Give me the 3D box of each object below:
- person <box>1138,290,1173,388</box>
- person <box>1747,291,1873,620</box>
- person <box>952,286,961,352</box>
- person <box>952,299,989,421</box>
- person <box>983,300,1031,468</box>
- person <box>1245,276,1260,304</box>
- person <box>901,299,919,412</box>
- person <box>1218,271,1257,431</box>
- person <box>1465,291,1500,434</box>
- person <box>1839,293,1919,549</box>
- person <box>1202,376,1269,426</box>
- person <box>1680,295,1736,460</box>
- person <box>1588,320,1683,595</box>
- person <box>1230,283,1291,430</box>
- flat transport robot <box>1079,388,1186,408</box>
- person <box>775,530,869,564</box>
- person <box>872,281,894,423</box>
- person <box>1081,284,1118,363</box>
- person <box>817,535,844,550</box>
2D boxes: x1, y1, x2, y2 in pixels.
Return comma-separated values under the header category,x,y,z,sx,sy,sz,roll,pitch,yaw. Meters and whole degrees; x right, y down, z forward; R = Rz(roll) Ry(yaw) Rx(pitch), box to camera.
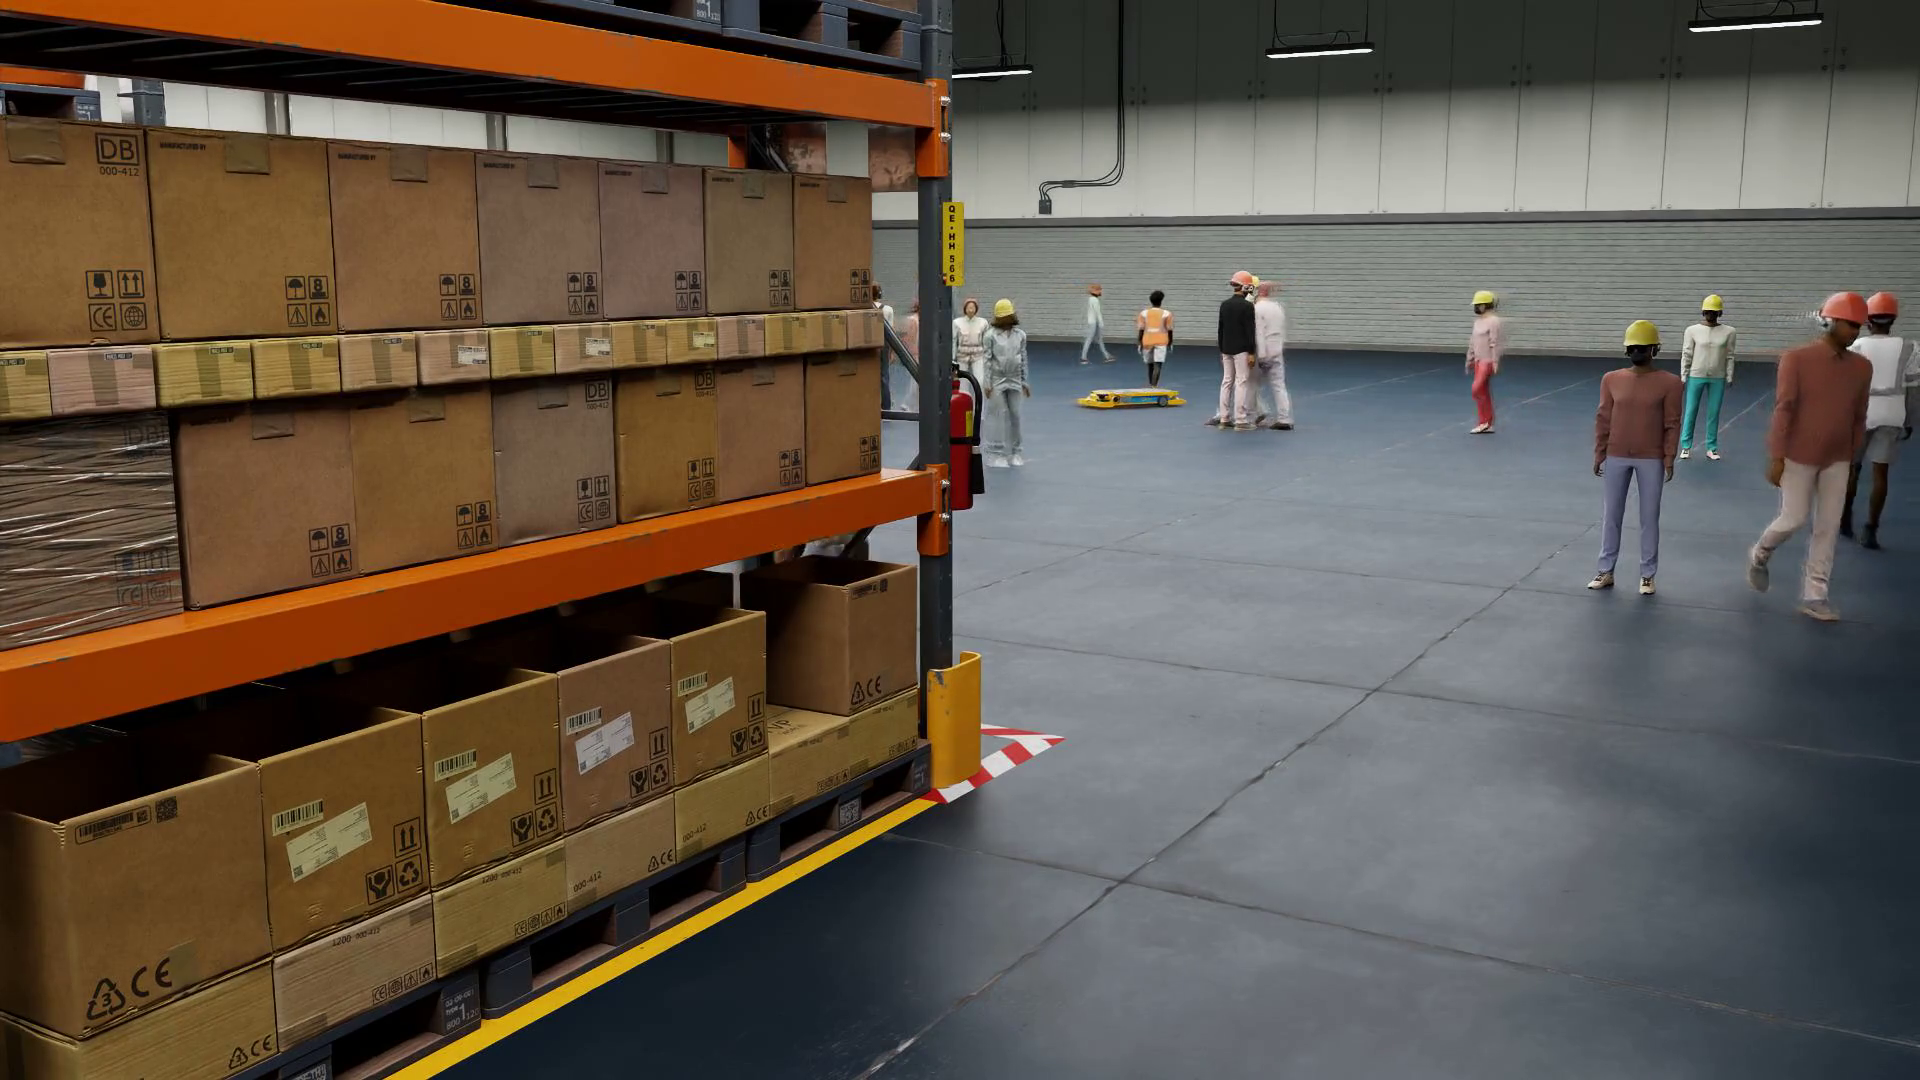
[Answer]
category,x,y,z,sx,sy,sz,roll,pitch,yaw
person,2.999,-3.013,25.602,0.531,1.657,0.864,4,10,22
person,5.176,-0.524,10.122,0.621,1.970,0.665,-1,10,-5
person,-0.283,-4.714,34.892,1.027,1.896,0.649,-7,12,-37
person,0.134,-2.350,21.859,0.527,1.613,0.732,-1,10,-3
person,0.489,-1.604,17.177,0.516,1.722,0.347,-4,10,-22
person,5.042,-3.659,28.891,0.403,1.826,0.588,1,10,8
person,-0.567,-2.438,22.322,0.374,1.621,0.557,3,10,19
person,3.488,-2.362,20.803,0.397,1.993,0.616,-6,11,-31
person,6.343,-2.157,20.298,0.510,1.747,0.562,-2,10,-9
person,6.955,-0.920,12.660,0.553,1.888,0.977,5,11,26
person,3.564,-2.229,21.215,0.823,1.593,0.516,2,10,13
person,8.004,-1.736,17.812,0.533,1.766,0.318,2,10,13
person,4.366,-0.532,10.762,0.527,1.768,0.314,7,12,34
person,3.843,-2.322,21.053,0.656,1.831,1.001,-8,13,-40
flat transport robot,2.505,-2.070,24.132,1.431,0.197,0.652,-4,11,-24
person,-0.761,-0.339,8.989,1.074,1.992,0.623,-7,12,-34
person,-1.111,-2.438,21.684,0.504,1.847,0.345,-1,10,-7
person,2.837,-4.381,33.797,0.818,1.600,0.504,0,10,2
person,-1.248,-0.709,12.118,0.865,1.647,0.548,-2,10,-14
